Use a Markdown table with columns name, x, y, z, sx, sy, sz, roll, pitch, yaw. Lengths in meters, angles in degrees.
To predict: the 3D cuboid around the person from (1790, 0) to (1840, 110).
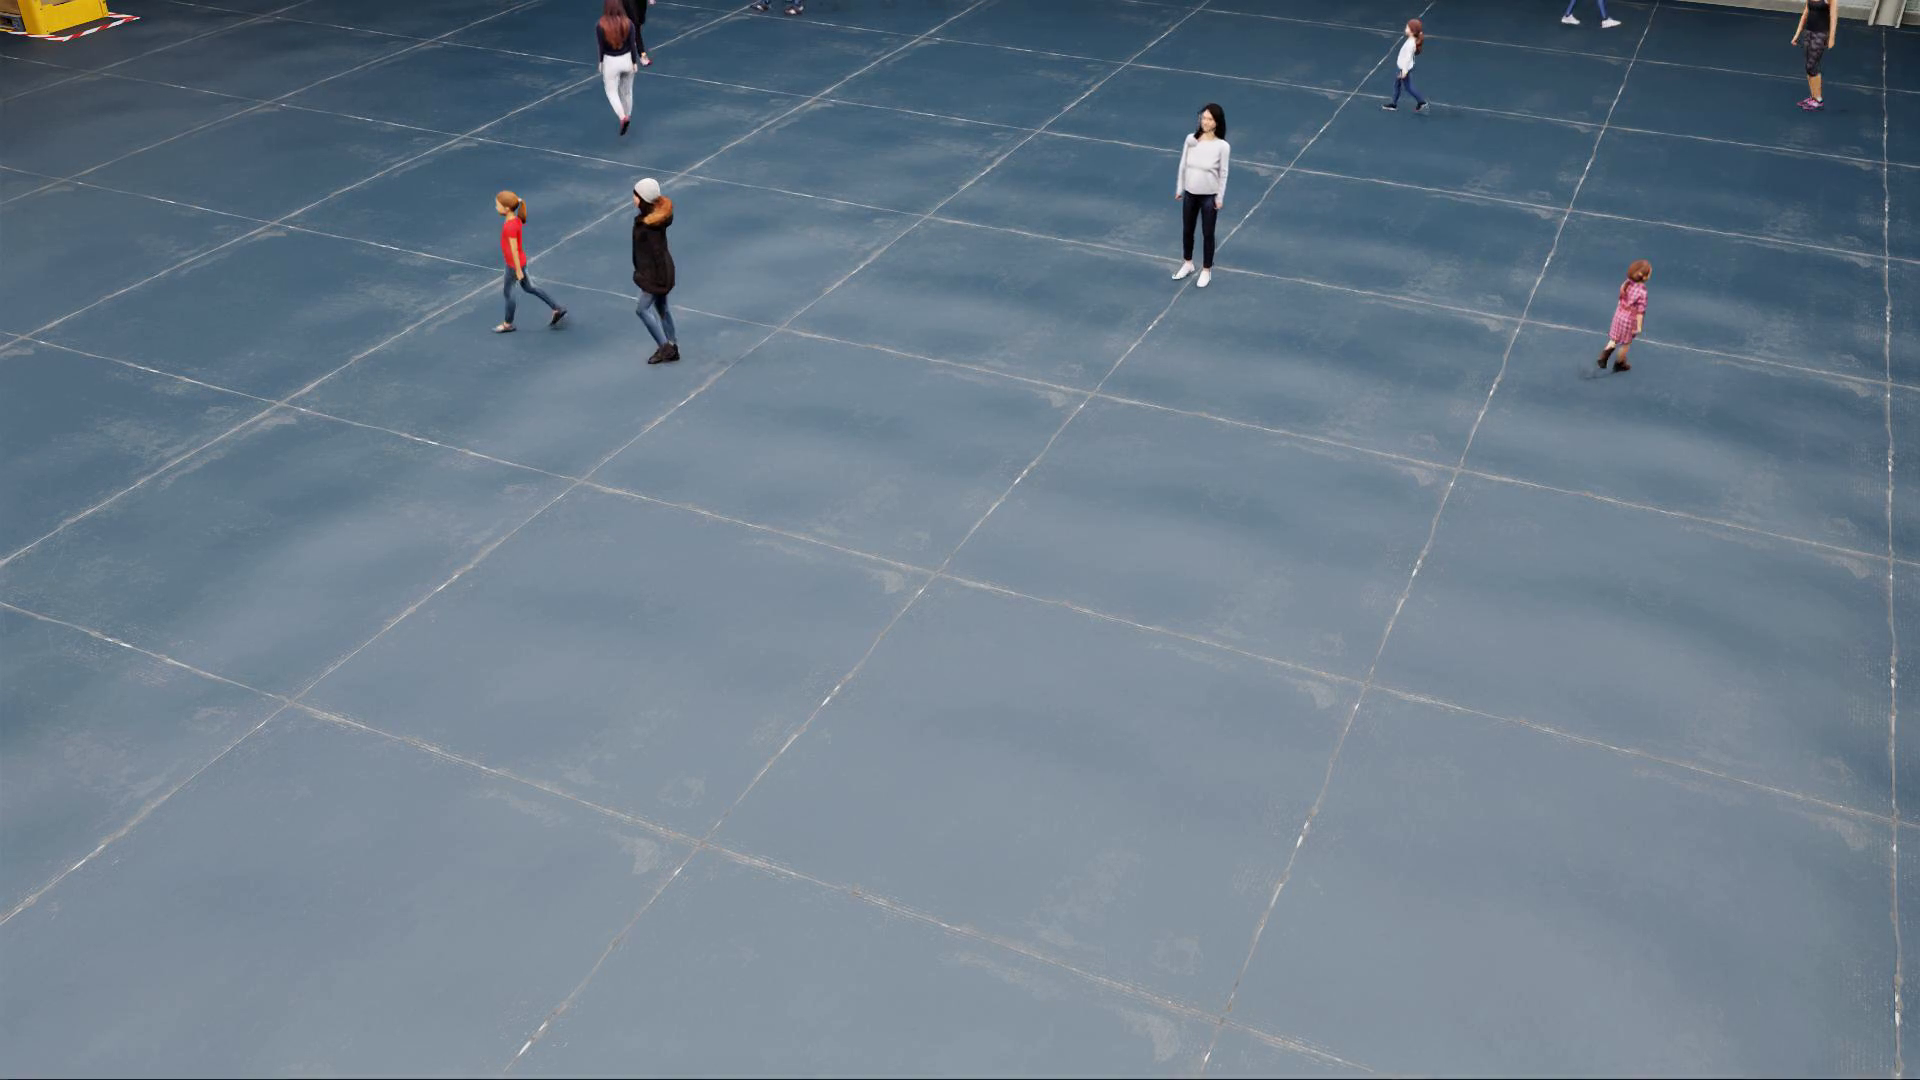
| name | x | y | z | sx | sy | sz | roll | pitch | yaw |
| --- | --- | --- | --- | --- | --- | --- | --- | --- | --- |
| person | 10.267 | -5.984 | 19.789 | 0.798 | 1.692 | 0.748 | -16 | 36 | -23 |

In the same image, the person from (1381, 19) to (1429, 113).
| name | x | y | z | sx | sy | sz | roll | pitch | yaw |
| --- | --- | --- | --- | --- | --- | --- | --- | --- | --- |
| person | 5.368 | -5.629 | 19.786 | 0.783 | 1.096 | 0.528 | 8 | 33 | 12 |

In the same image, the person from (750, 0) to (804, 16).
| name | x | y | z | sx | sy | sz | roll | pitch | yaw |
| --- | --- | --- | --- | --- | --- | --- | --- | --- | --- |
| person | -2.420 | -8.298 | 23.318 | 1.103 | 1.840 | 0.970 | -5 | 33 | -8 |

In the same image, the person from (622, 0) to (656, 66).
| name | x | y | z | sx | sy | sz | roll | pitch | yaw |
| --- | --- | --- | --- | --- | --- | --- | --- | --- | --- |
| person | -4.242 | -7.063 | 21.460 | 1.008 | 1.734 | 1.221 | -21 | 38 | -29 |

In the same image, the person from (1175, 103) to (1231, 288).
| name | x | y | z | sx | sy | sz | roll | pitch | yaw |
| --- | --- | --- | --- | --- | --- | --- | --- | --- | --- |
| person | 2.246 | -3.211 | 15.370 | 0.550 | 1.717 | 0.709 | 20 | 37 | 28 |

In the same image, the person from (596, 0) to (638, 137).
| name | x | y | z | sx | sy | sz | roll | pitch | yaw |
| --- | --- | --- | --- | --- | --- | --- | --- | --- | --- |
| person | -3.892 | -5.387 | 18.934 | 0.926 | 1.595 | 0.998 | -12 | 34 | -18 |

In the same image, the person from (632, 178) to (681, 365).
| name | x | y | z | sx | sy | sz | roll | pitch | yaw |
| --- | --- | --- | --- | --- | --- | --- | --- | --- | --- |
| person | -2.482 | -2.238 | 13.915 | 0.778 | 1.624 | 0.747 | -3 | 32 | -4 |

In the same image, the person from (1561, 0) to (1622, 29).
| name | x | y | z | sx | sy | sz | roll | pitch | yaw |
| --- | --- | --- | --- | --- | --- | --- | --- | --- | --- |
| person | 8.634 | -7.931 | 22.857 | 1.038 | 1.712 | 0.617 | 16 | 36 | 24 |

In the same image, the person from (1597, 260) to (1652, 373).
| name | x | y | z | sx | sy | sz | roll | pitch | yaw |
| --- | --- | --- | --- | --- | --- | --- | --- | --- | --- |
| person | 5.541 | -1.857 | 13.883 | 0.648 | 1.013 | 0.597 | -14 | 35 | -20 |

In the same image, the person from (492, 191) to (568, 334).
| name | x | y | z | sx | sy | sz | roll | pitch | yaw |
| --- | --- | --- | --- | --- | --- | --- | --- | --- | --- |
| person | -3.802 | -2.422 | 14.520 | 0.944 | 1.290 | 0.768 | -3 | 32 | -5 |
